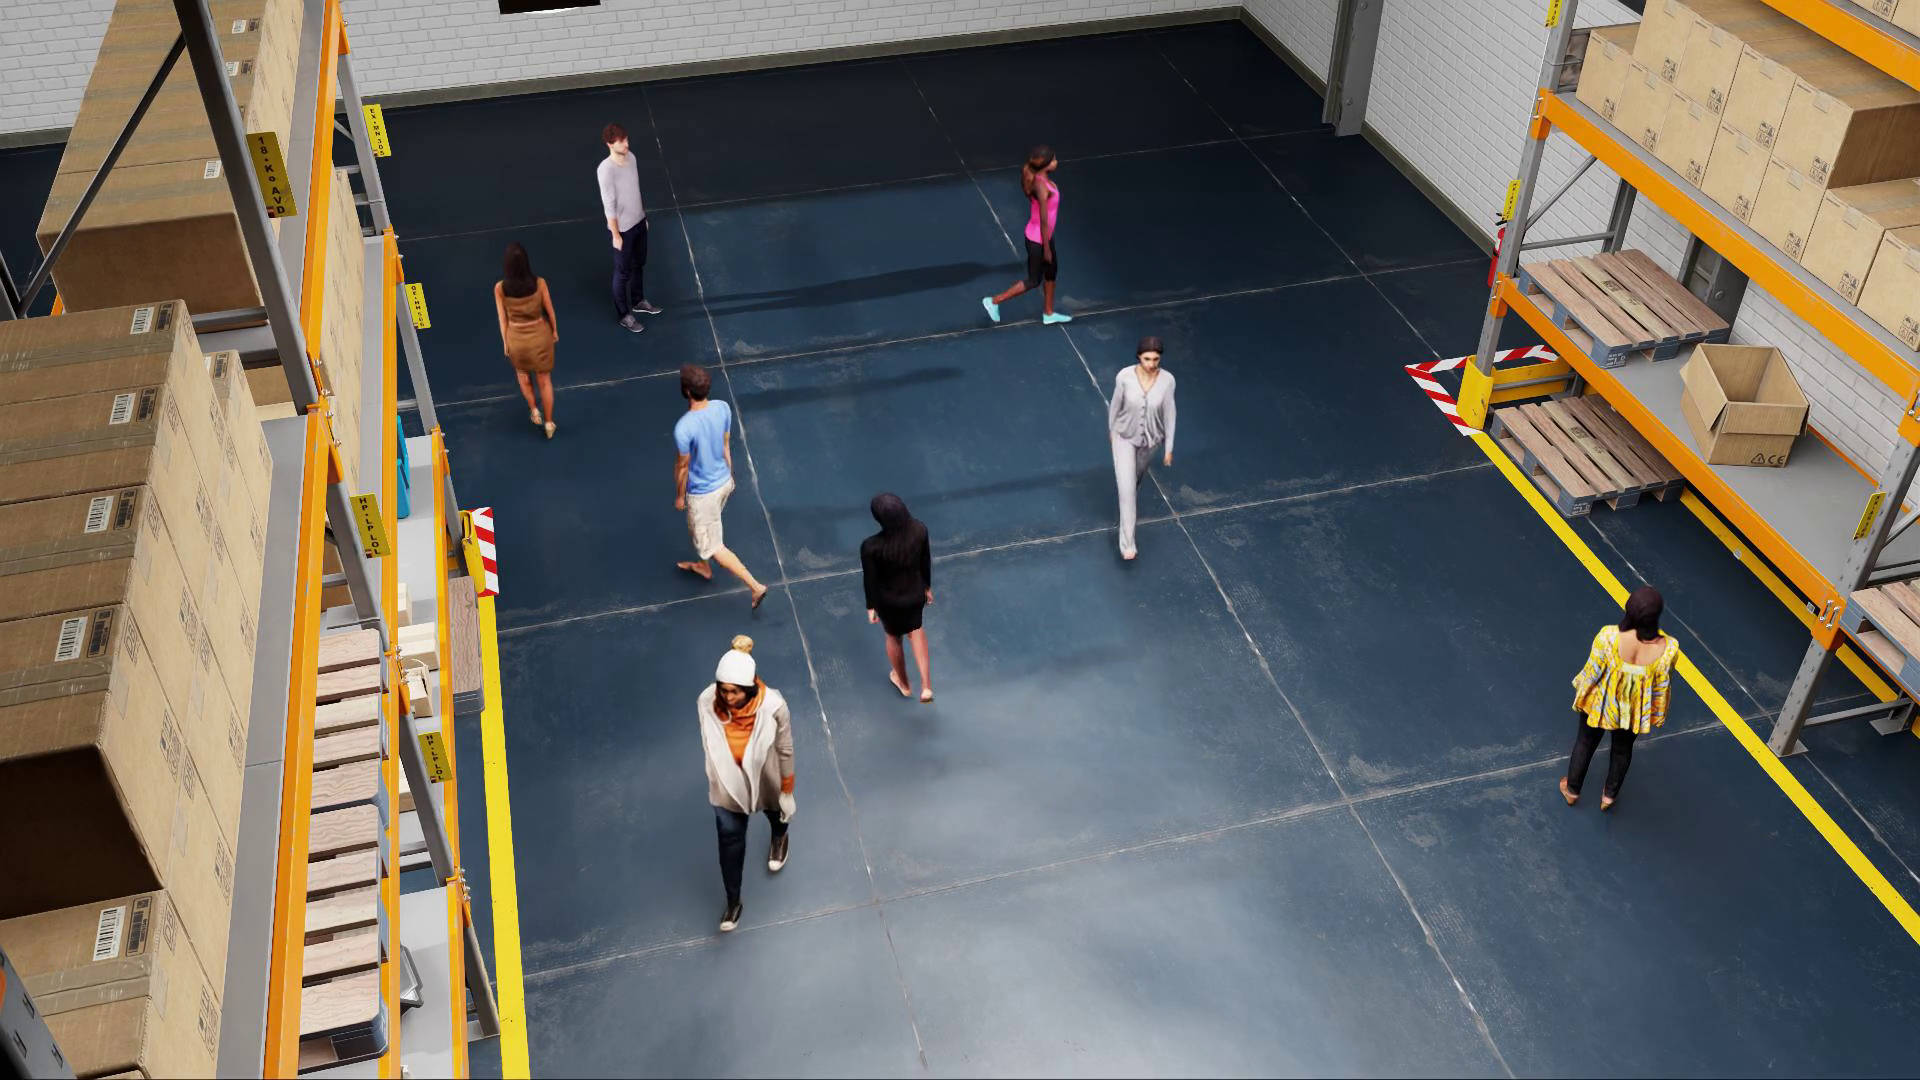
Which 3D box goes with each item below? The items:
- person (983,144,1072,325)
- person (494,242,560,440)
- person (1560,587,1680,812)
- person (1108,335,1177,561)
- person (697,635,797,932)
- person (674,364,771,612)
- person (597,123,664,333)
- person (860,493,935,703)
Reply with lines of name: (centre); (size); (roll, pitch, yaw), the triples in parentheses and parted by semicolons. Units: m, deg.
person: (0.590, -2.559, 14.223); (0.820, 1.701, 1.010); (1, 39, 1)
person: (-3.331, -1.491, 12.908); (0.578, 1.674, 0.589); (-10, 40, -13)
person: (3.893, 0.959, 9.858); (0.861, 1.652, 0.909); (9, 39, 11)
person: (1.277, -0.788, 11.993); (0.814, 1.718, 1.231); (0, 39, 0)
person: (-1.142, 1.225, 9.362); (0.893, 1.855, 1.172); (1, 39, 1)
person: (-1.663, -0.328, 11.319); (1.189, 1.840, 1.124); (20, 43, 24)
person: (-2.880, -2.718, 14.309); (0.793, 1.843, 0.703); (15, 41, 18)
person: (-0.355, 0.434, 10.482); (0.705, 1.693, 0.873); (-14, 41, -17)
